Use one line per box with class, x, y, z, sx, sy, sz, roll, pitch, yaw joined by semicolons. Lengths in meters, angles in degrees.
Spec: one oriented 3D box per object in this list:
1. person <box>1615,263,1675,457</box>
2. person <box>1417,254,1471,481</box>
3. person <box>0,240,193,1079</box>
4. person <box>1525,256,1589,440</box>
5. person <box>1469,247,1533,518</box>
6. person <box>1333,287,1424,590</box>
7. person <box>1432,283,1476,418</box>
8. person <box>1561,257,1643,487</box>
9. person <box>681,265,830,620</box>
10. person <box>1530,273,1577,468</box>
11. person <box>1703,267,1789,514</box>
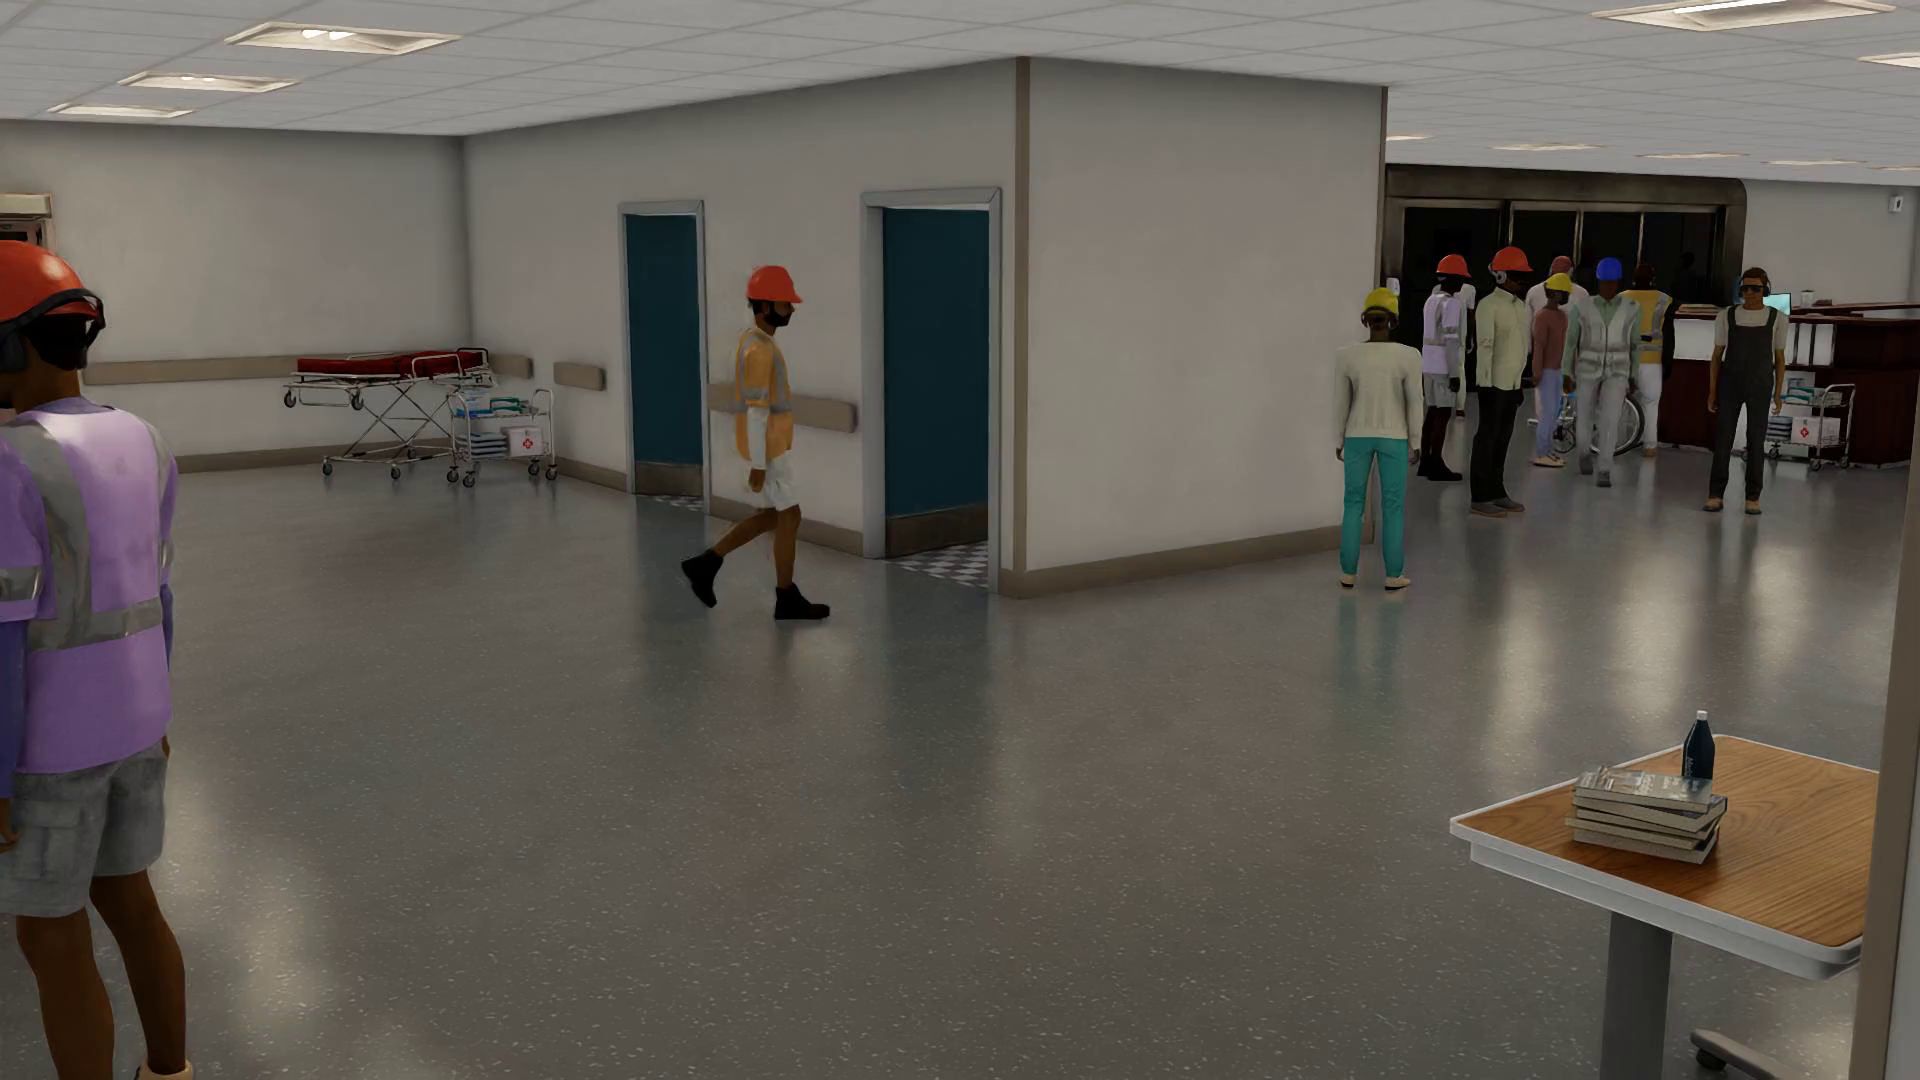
person;6.441;-1.701;15.817;0.643;1.832;0.430;6;12;29
person;4.157;-1.472;14.258;0.390;1.927;0.550;-1;10;-6
person;-1.883;0.398;3.509;0.409;2.028;0.615;1;10;4
person;6.146;-1.967;17.104;0.686;1.888;0.530;5;11;28
person;4.031;-1.173;12.378;0.381;1.994;0.622;9;13;41
person;2.442;-0.586;9.737;0.526;1.769;0.312;4;11;23
person;5.710;-2.350;19.313;0.513;1.876;0.328;1;10;6
person;5.439;-1.444;14.137;0.624;1.916;0.919;3;11;17
person;-1.096;-0.505;8.870;0.707;1.906;0.559;-2;10;-9
person;5.417;-1.547;15.172;0.397;1.754;0.534;8;13;37
person;5.884;-1.112;12.455;0.508;1.844;0.332;5;11;28
